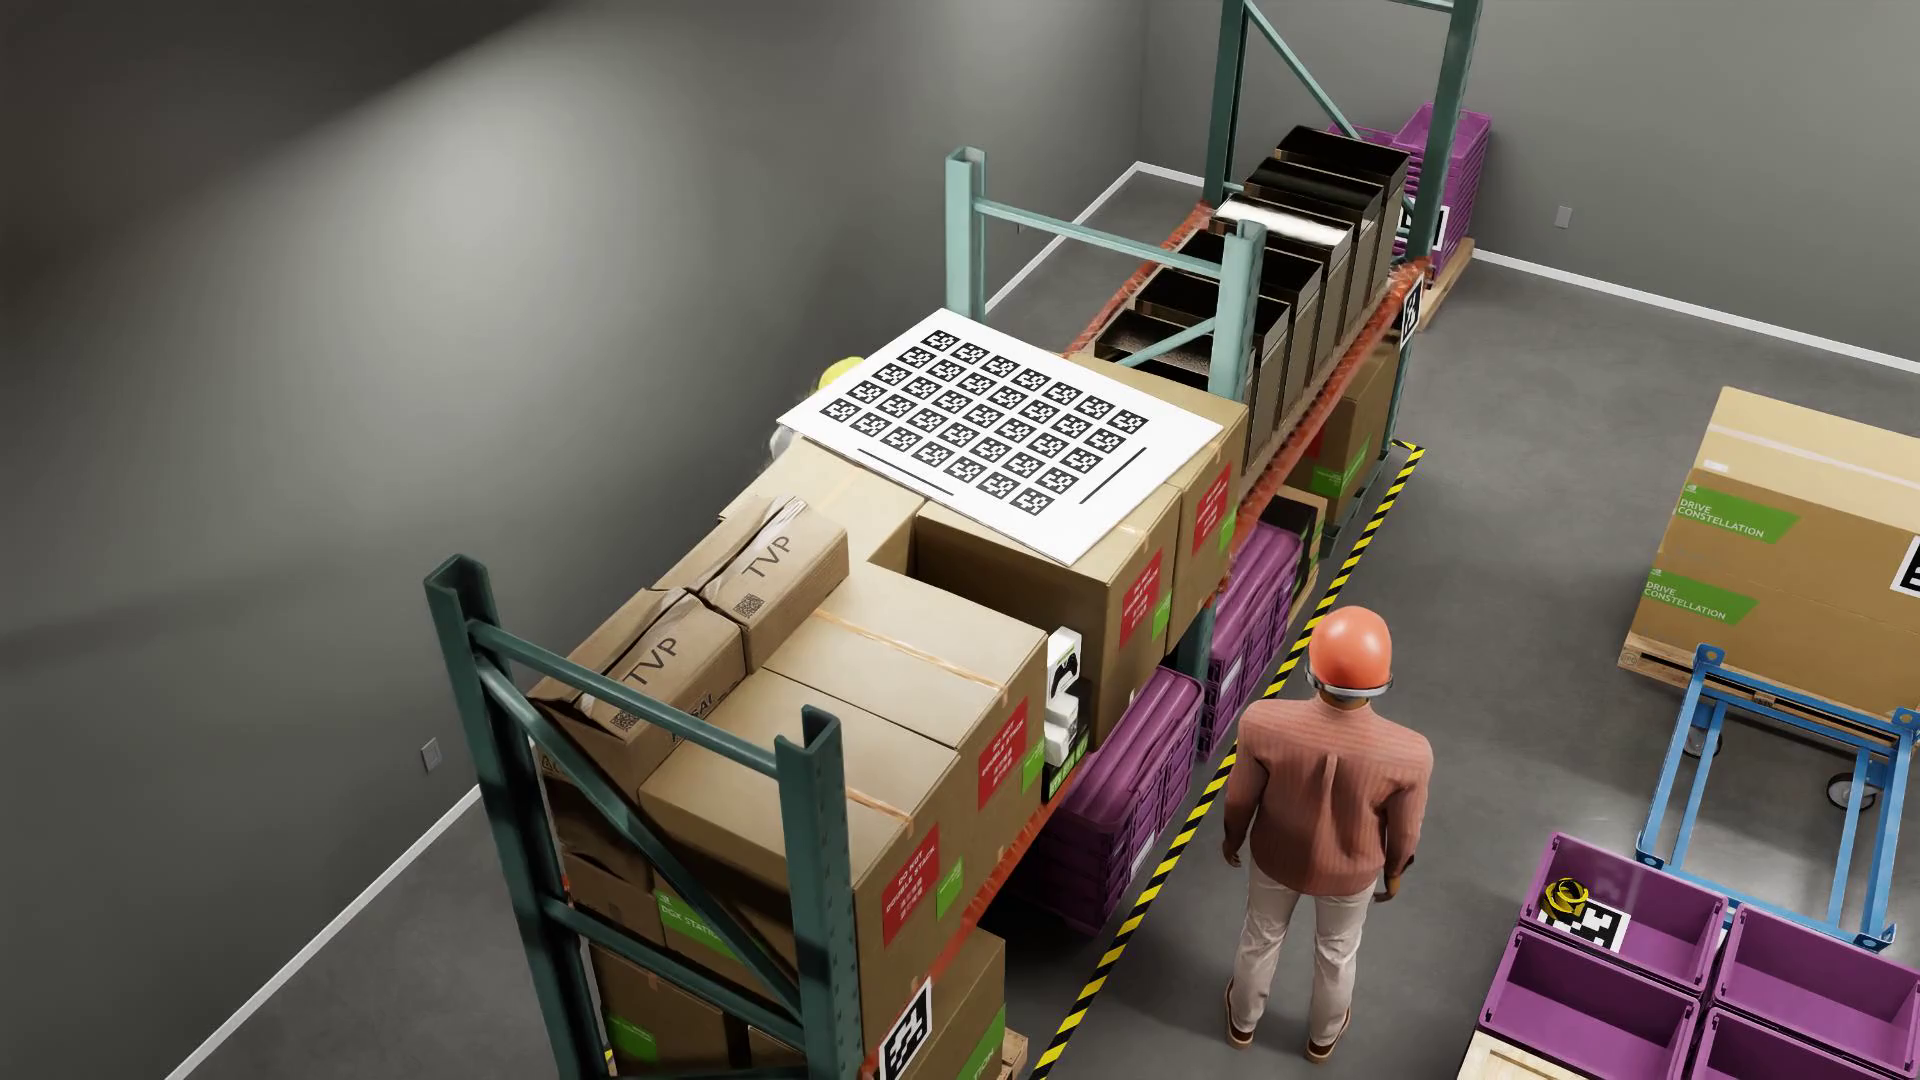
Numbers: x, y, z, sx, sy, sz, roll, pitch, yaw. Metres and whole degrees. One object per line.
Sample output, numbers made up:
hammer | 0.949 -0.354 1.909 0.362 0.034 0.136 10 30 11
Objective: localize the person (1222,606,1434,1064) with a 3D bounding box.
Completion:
person | 1.147 0.991 5.371 0.610 1.997 0.373 11 41 12

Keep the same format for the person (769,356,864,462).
person | -0.509 0.092 6.602 0.587 1.797 0.869 19 44 21
